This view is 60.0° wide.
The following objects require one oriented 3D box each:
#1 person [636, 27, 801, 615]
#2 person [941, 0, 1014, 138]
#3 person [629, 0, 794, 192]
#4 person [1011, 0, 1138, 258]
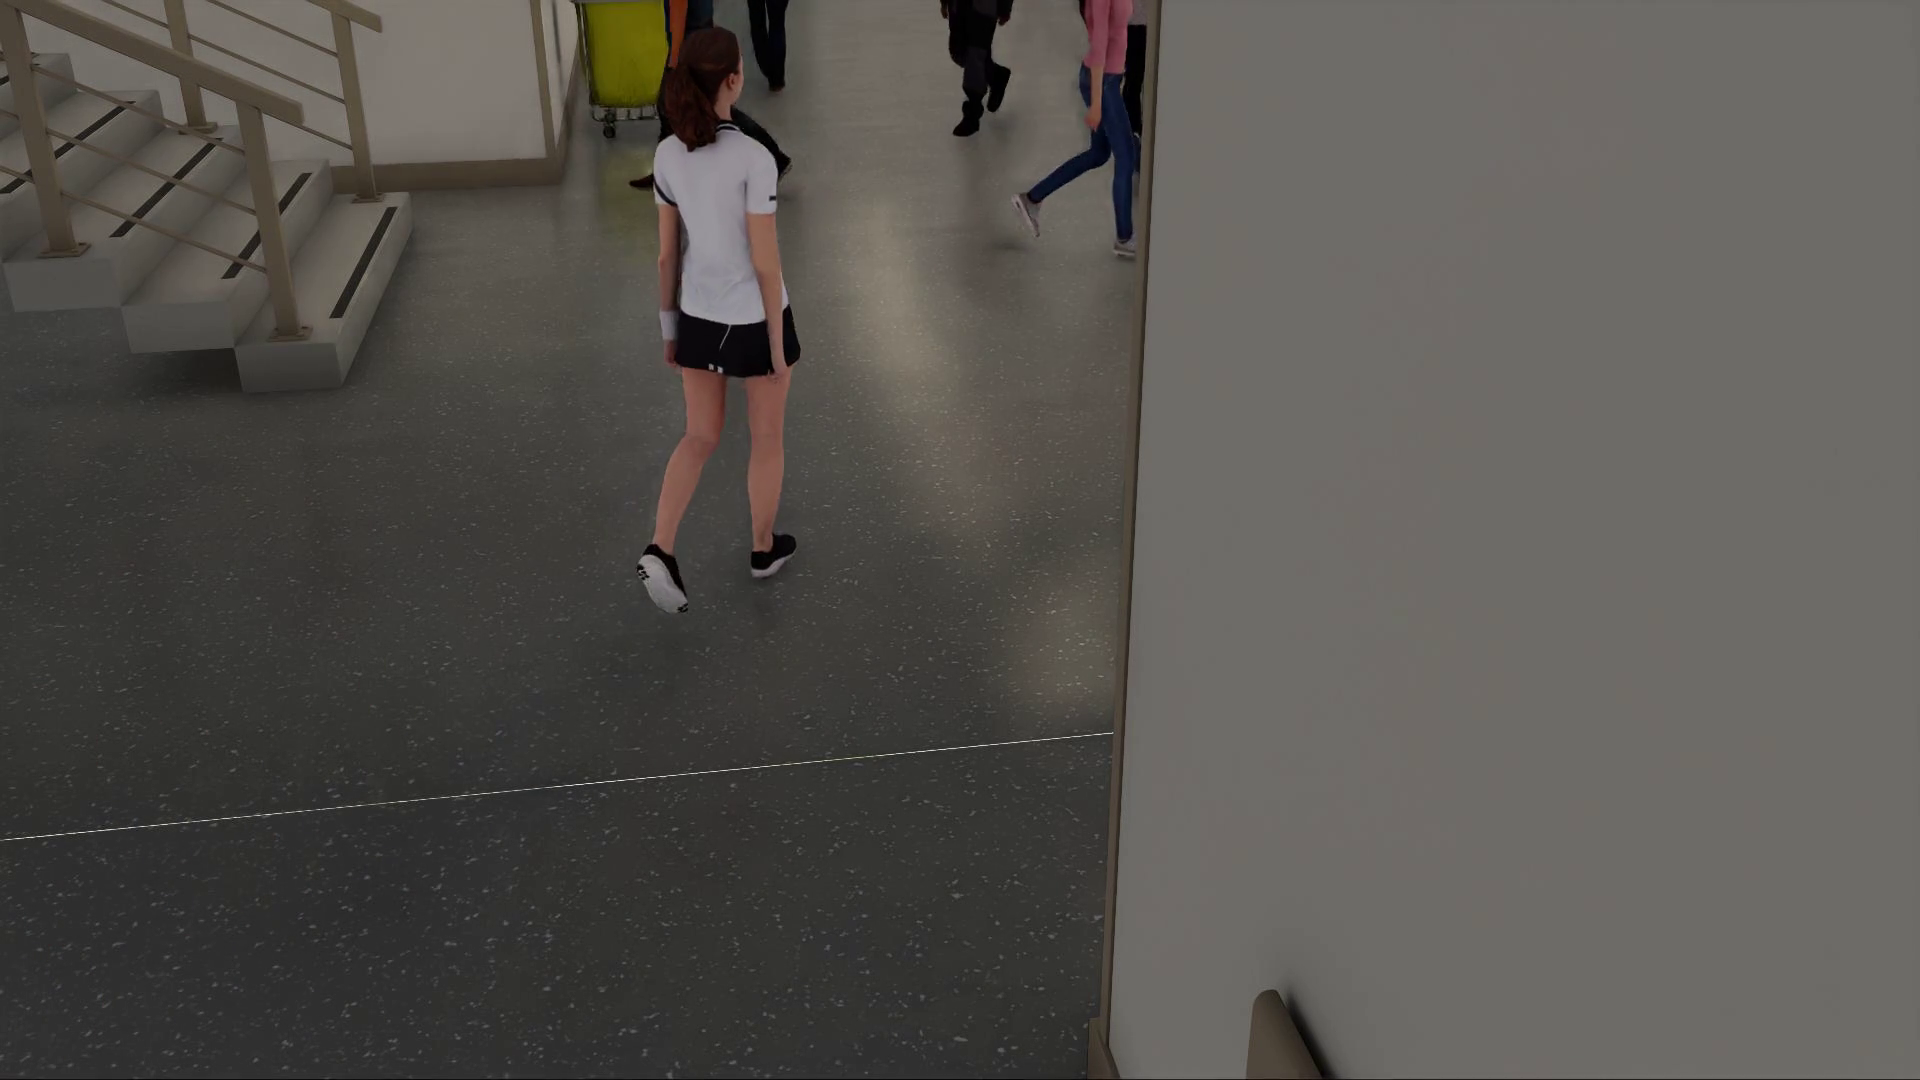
[{"bbox_3d":[-0.725,-0.587,4.915,1.038,1.732,0.960,9,27,18],"label":"person"},{"bbox_3d":[0.154,-3.723,11.336,1.120,1.802,1.172,16,30,29],"label":"person"},{"bbox_3d":[-1.410,-2.812,9.495,1.223,1.760,0.739,-2,26,-3],"label":"person"},{"bbox_3d":[0.657,-2.296,8.472,1.122,1.720,0.869,7,27,13],"label":"person"}]
